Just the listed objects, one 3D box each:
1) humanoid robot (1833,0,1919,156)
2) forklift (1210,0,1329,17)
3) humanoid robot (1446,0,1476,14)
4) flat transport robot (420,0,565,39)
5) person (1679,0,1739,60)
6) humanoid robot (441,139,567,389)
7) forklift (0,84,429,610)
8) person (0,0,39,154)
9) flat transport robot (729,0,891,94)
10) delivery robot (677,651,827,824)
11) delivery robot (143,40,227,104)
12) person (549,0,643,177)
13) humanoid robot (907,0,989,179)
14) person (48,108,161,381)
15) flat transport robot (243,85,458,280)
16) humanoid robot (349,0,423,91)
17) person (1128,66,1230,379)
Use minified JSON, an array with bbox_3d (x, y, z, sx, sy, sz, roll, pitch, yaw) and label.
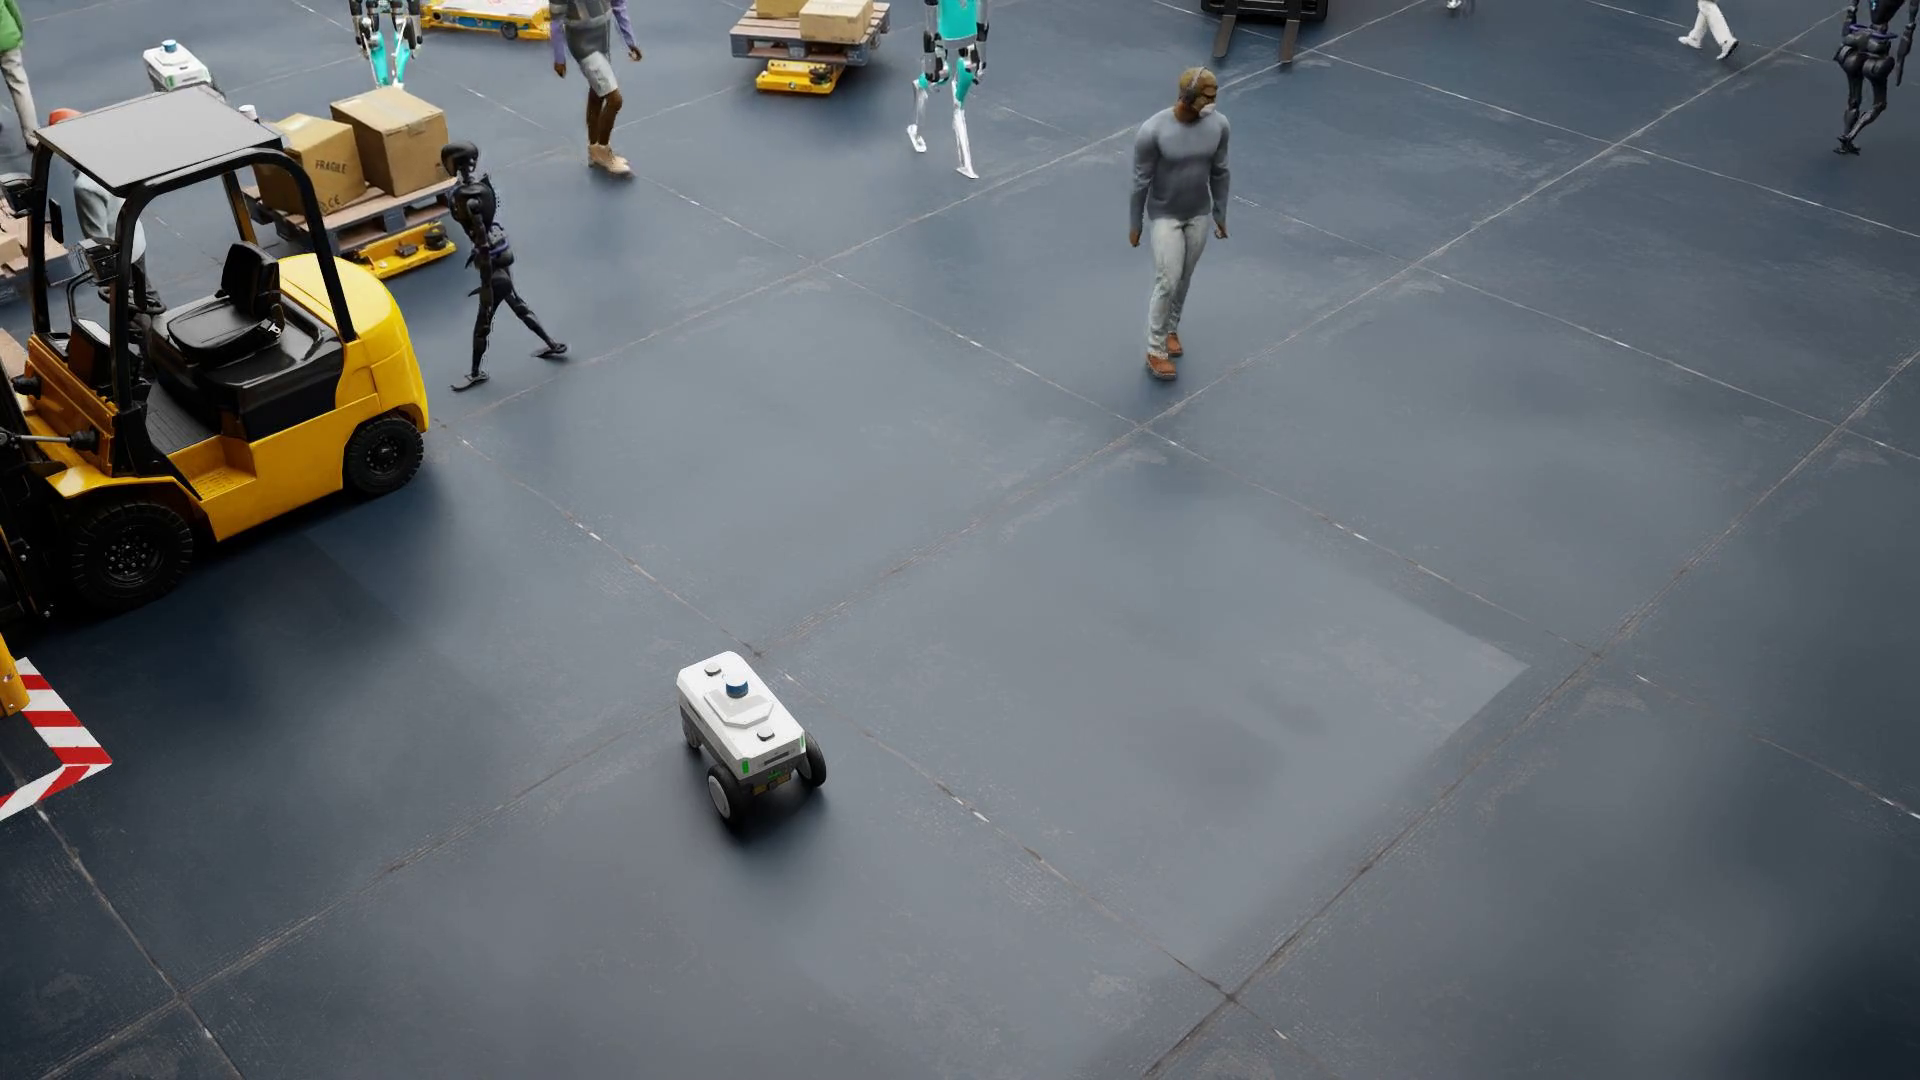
[{"bbox_3d":[7.053,-3.791,12.906,0.424,1.645,0.608,-18,40,-23],"label":"humanoid robot"},{"bbox_3d":[3.106,-6.400,15.960,1.214,2.155,2.313,8,37,10],"label":"forklift"},{"bbox_3d":[4.743,-5.706,15.418,0.539,1.800,0.757,21,41,25],"label":"humanoid robot"},{"bbox_3d":[-4.384,-4.957,15.632,1.431,0.231,0.659,9,38,12],"label":"flat transport robot"},{"bbox_3d":[6.755,-5.048,14.630,0.520,1.618,0.690,-15,39,-19],"label":"person"},{"bbox_3d":[-2.864,-1.713,10.156,0.775,1.620,0.608,-14,39,-17],"label":"humanoid robot"},{"bbox_3d":[-4.145,-1.093,8.856,2.313,2.155,1.214,-31,47,-34],"label":"forklift"},{"bbox_3d":[-7.653,-3.968,13.083,0.568,1.725,0.966,-21,42,-26],"label":"person"},{"bbox_3d":[-1.307,-4.334,14.798,0.659,0.231,1.431,7,37,9],"label":"flat transport robot"},{"bbox_3d":[-0.993,0.864,7.602,0.499,0.596,0.795,-22,42,-26],"label":"delivery robot"},{"bbox_3d":[-6.543,-3.870,13.954,0.499,0.613,0.816,-25,43,-30],"label":"delivery robot"},{"bbox_3d":[-2.707,-3.702,12.492,0.577,2.012,0.596,11,38,15],"label":"person"},{"bbox_3d":[-0.171,-3.727,12.784,0.544,1.774,0.978,-18,40,-22],"label":"humanoid robot"},{"bbox_3d":[-5.183,-1.800,10.177,0.352,1.740,0.571,-4,37,-6],"label":"person"},{"bbox_3d":[-4.330,-2.279,12.048,1.431,0.231,0.659,30,46,34],"label":"flat transport robot"},{"bbox_3d":[-4.465,-3.836,12.948,0.549,1.740,1.005,-5,37,-6],"label":"humanoid robot"},{"bbox_3d":[1.407,-1.909,10.188,0.654,1.903,0.711,-14,39,-18],"label":"person"}]
